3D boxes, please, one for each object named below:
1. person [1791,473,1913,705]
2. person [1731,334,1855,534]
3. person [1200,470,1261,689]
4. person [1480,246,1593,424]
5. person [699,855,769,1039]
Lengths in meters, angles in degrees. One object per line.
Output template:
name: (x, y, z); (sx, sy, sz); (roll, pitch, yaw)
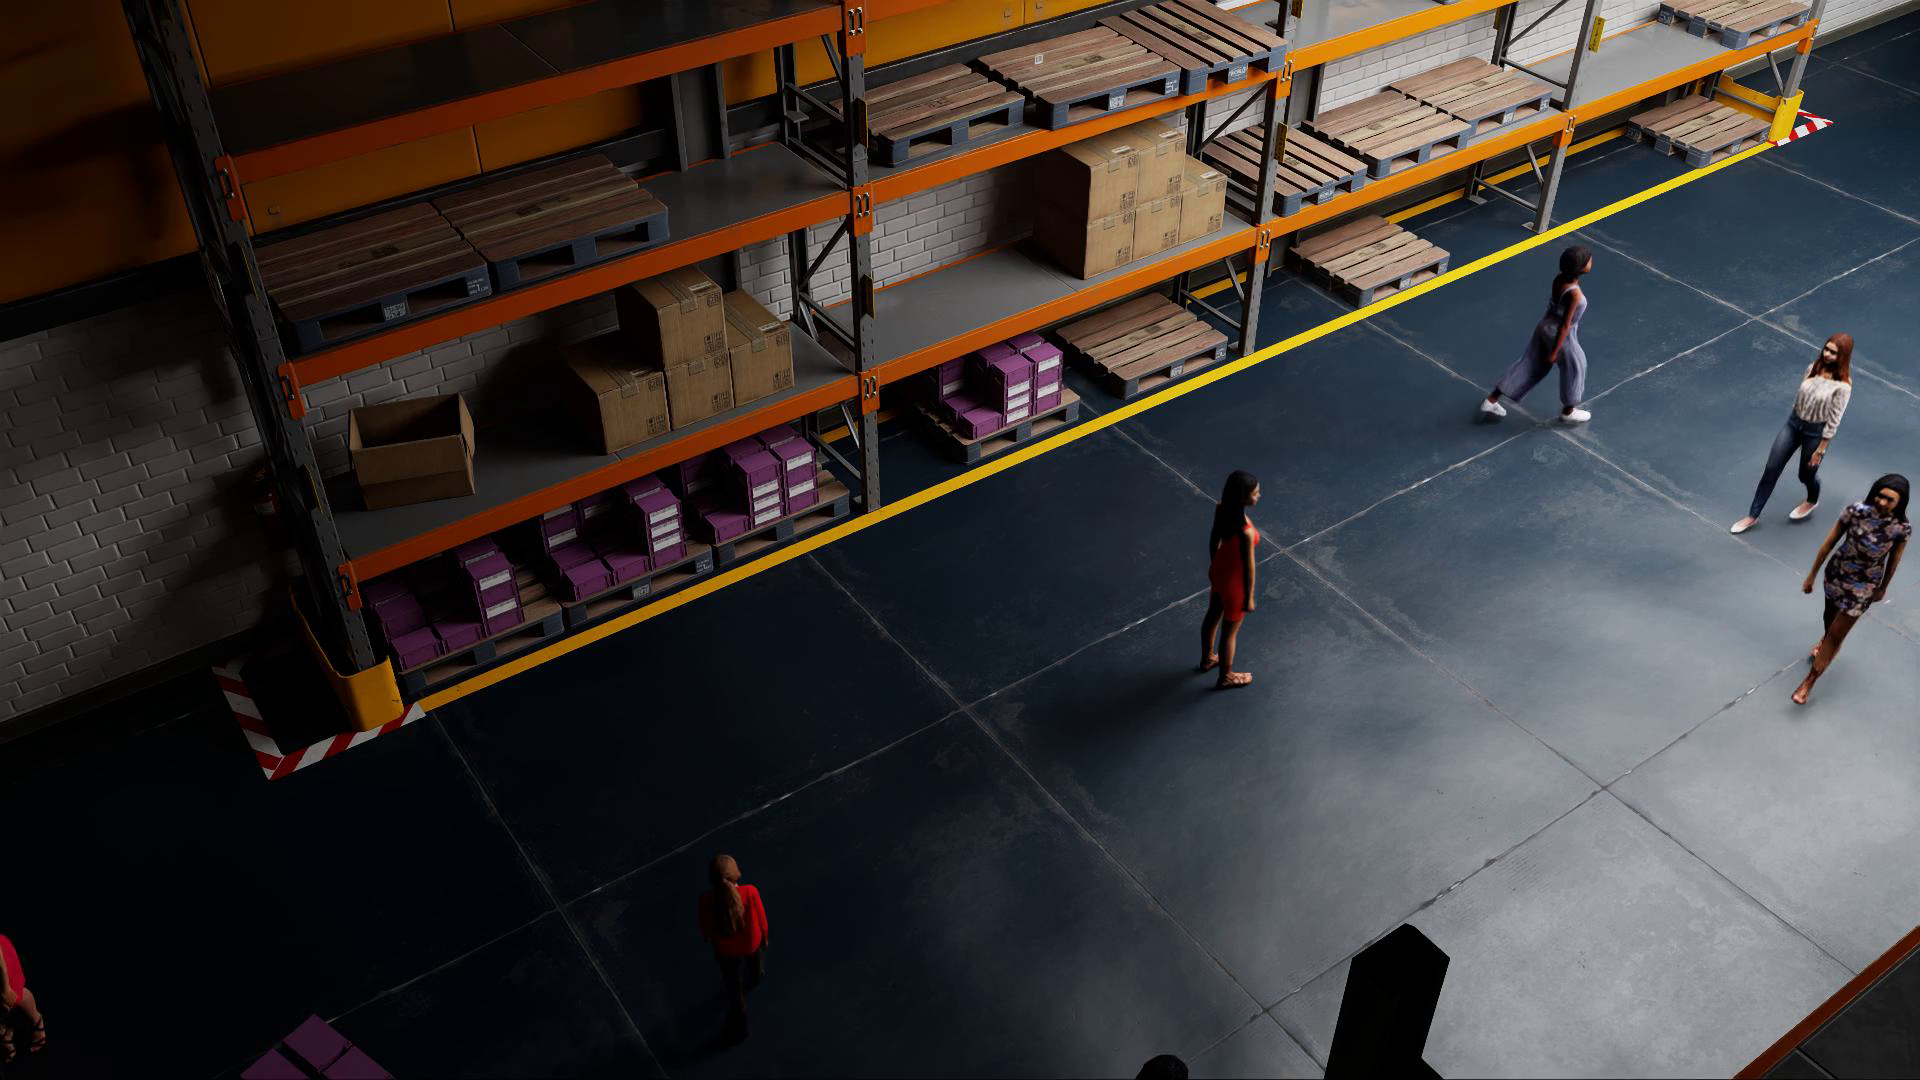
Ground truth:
person: (6.030, 0.245, 11.217); (0.795, 1.684, 1.185); (29, 47, 31)
person: (6.445, -0.804, 12.506); (1.033, 1.715, 0.679); (-17, 42, -20)
person: (1.810, 0.267, 11.161); (0.586, 1.719, 0.621); (-16, 41, -19)
person: (4.769, -1.638, 13.598); (1.211, 1.655, 0.944); (-4, 39, -5)
person: (-1.212, 2.236, 9.061); (0.790, 1.263, 0.740); (-8, 39, -10)
